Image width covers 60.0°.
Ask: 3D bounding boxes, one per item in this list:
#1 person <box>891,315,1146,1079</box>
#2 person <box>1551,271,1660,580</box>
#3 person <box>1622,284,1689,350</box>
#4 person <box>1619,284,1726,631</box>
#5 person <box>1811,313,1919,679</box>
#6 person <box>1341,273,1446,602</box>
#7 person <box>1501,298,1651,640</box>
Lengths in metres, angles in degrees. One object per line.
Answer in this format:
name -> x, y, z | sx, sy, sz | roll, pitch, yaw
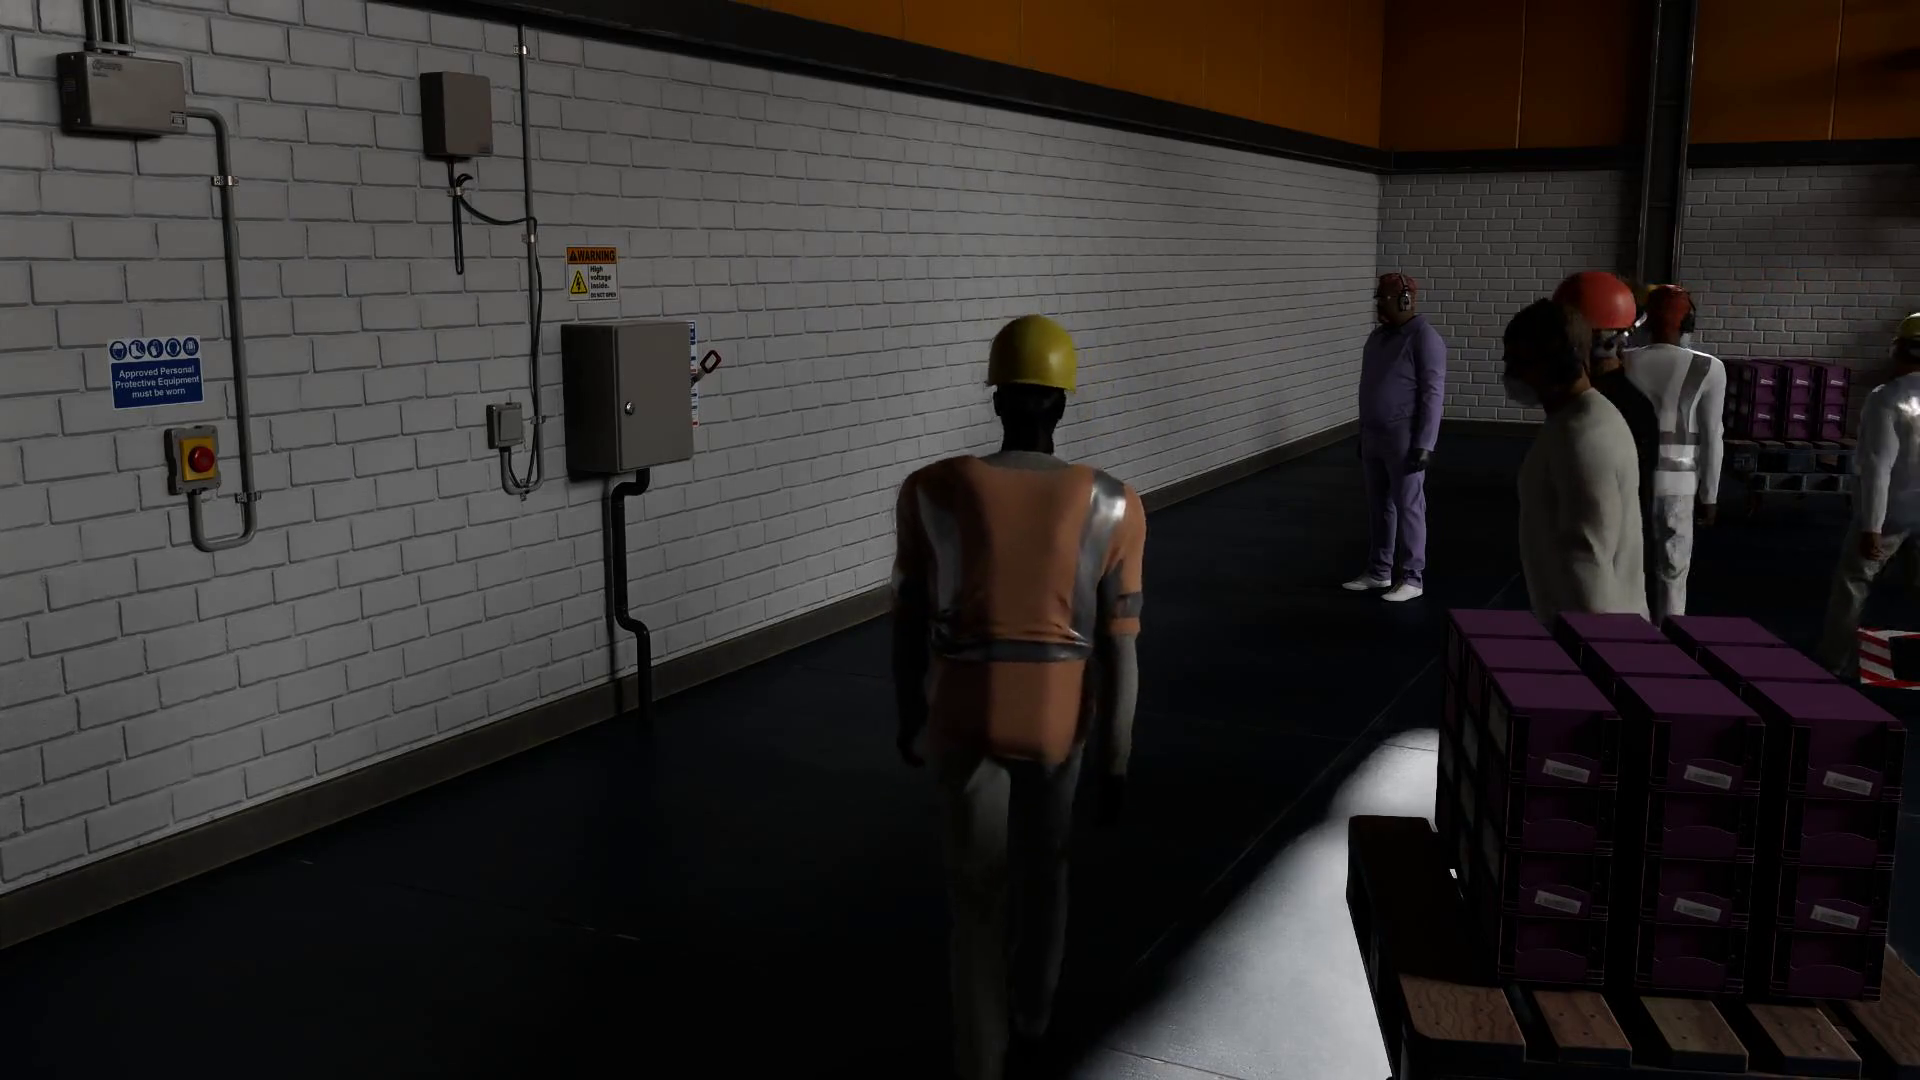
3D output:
person -> 0.133, 0.421, 3.891 | 0.586, 1.885, 0.967 | 0, 10, -2
person -> 2.026, 0.143, 5.249 | 0.753, 1.970, 0.629 | 0, 10, 0
person -> 5.786, -1.254, 13.926 | 0.959, 1.773, 0.633 | -6, 11, -31
person -> 3.234, -0.242, 7.750 | 0.577, 1.879, 0.350 | 8, 12, 38
person -> 4.230, -0.127, 7.384 | 0.597, 1.777, 0.917 | -4, 10, -20
person -> 2.517, -0.596, 9.714 | 0.401, 1.906, 0.650 | -4, 11, -22
person -> 1.599, 0.286, 4.631 | 0.890, 1.887, 0.668 | 4, 11, 22
